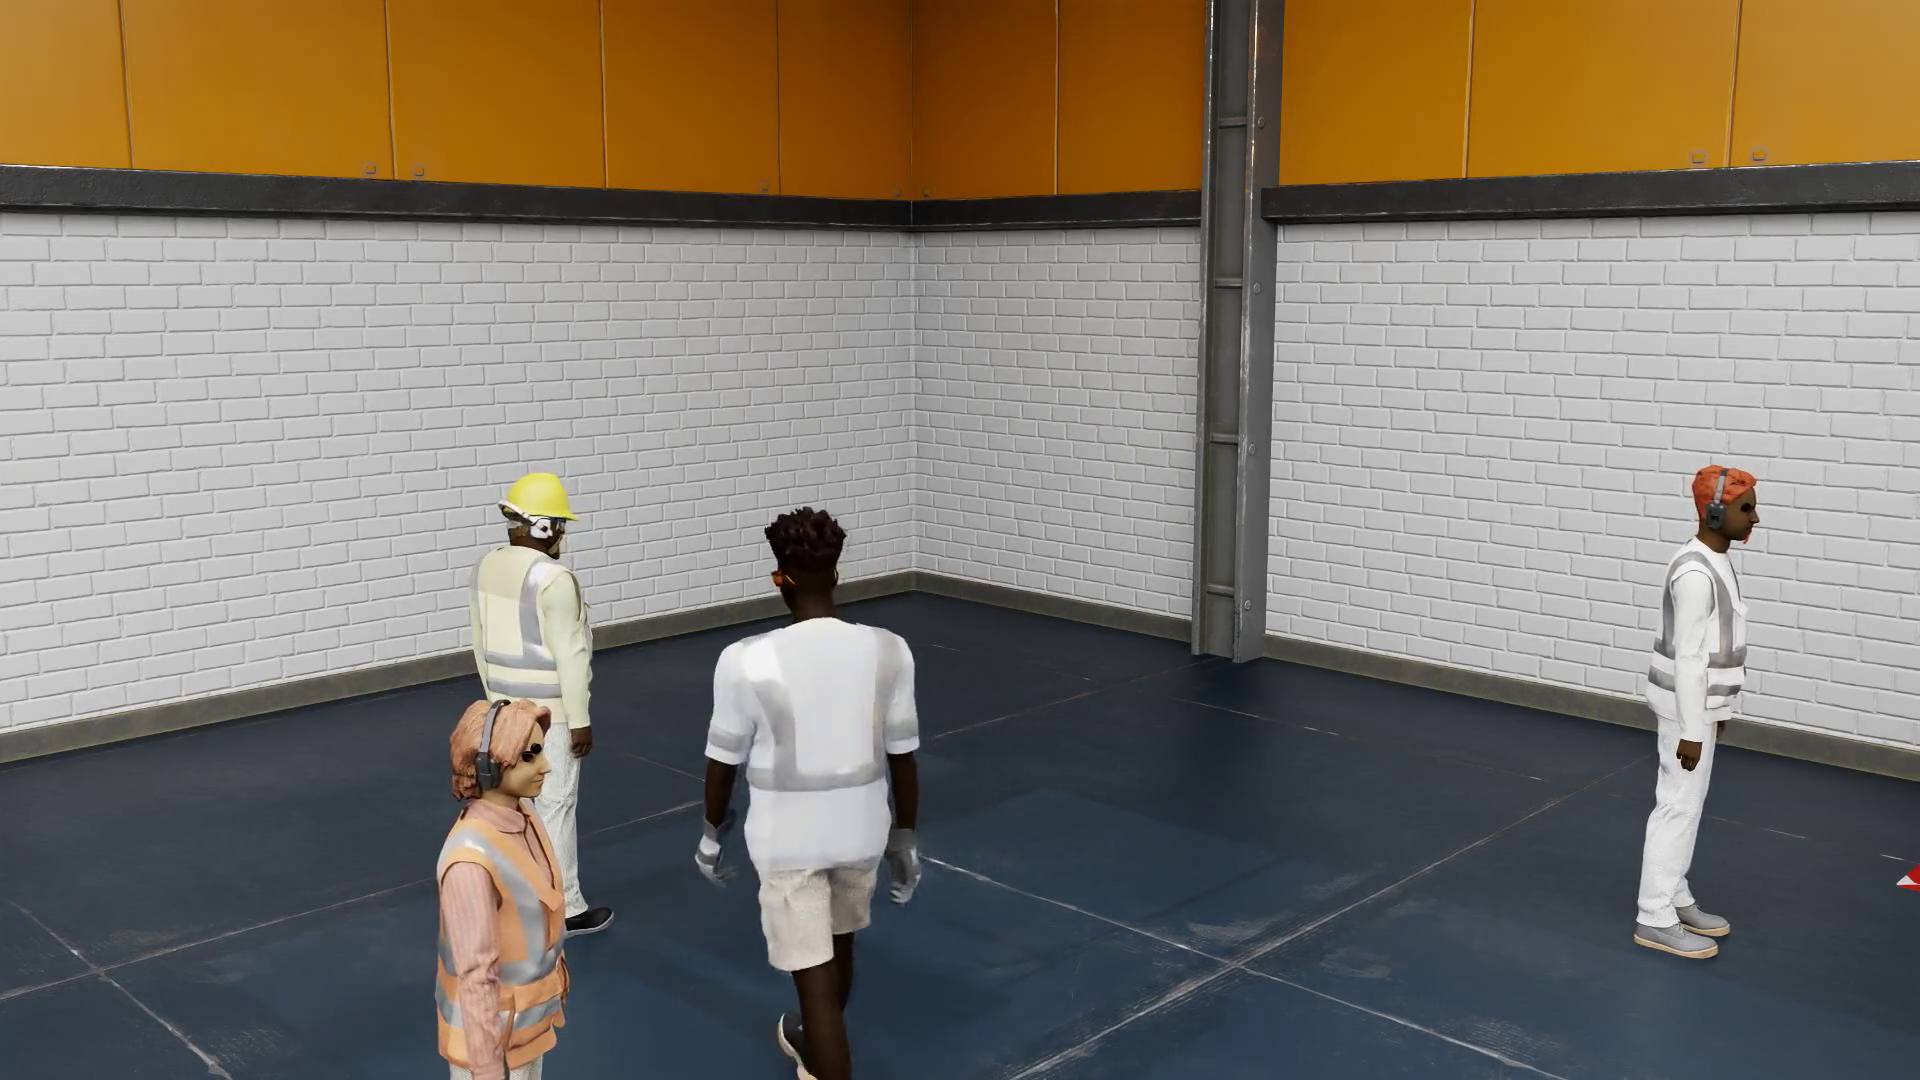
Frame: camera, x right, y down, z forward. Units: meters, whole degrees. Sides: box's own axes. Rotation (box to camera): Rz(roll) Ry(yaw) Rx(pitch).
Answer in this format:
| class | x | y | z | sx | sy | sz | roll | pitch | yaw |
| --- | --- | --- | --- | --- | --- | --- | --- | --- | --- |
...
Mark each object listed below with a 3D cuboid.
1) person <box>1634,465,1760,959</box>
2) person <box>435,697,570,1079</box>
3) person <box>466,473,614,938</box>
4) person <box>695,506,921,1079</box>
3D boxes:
| class | x | y | z | sx | sy | sz | roll | pitch | yaw |
| --- | --- | --- | --- | --- | --- | --- | --- | --- | --- |
| person | 2.812 | 0.648 | 6.360 | 0.350 | 1.878 | 0.567 | 5 | 11 | 29 |
| person | -1.061 | 1.168 | 3.880 | 0.311 | 1.638 | 0.523 | -1 | 9 | -4 |
| person | -1.640 | 0.646 | 6.519 | 0.588 | 1.822 | 0.403 | 7 | 12 | 37 |
| person | -0.477 | 0.852 | 4.954 | 0.611 | 1.918 | 0.958 | -5 | 11 | -29 |
